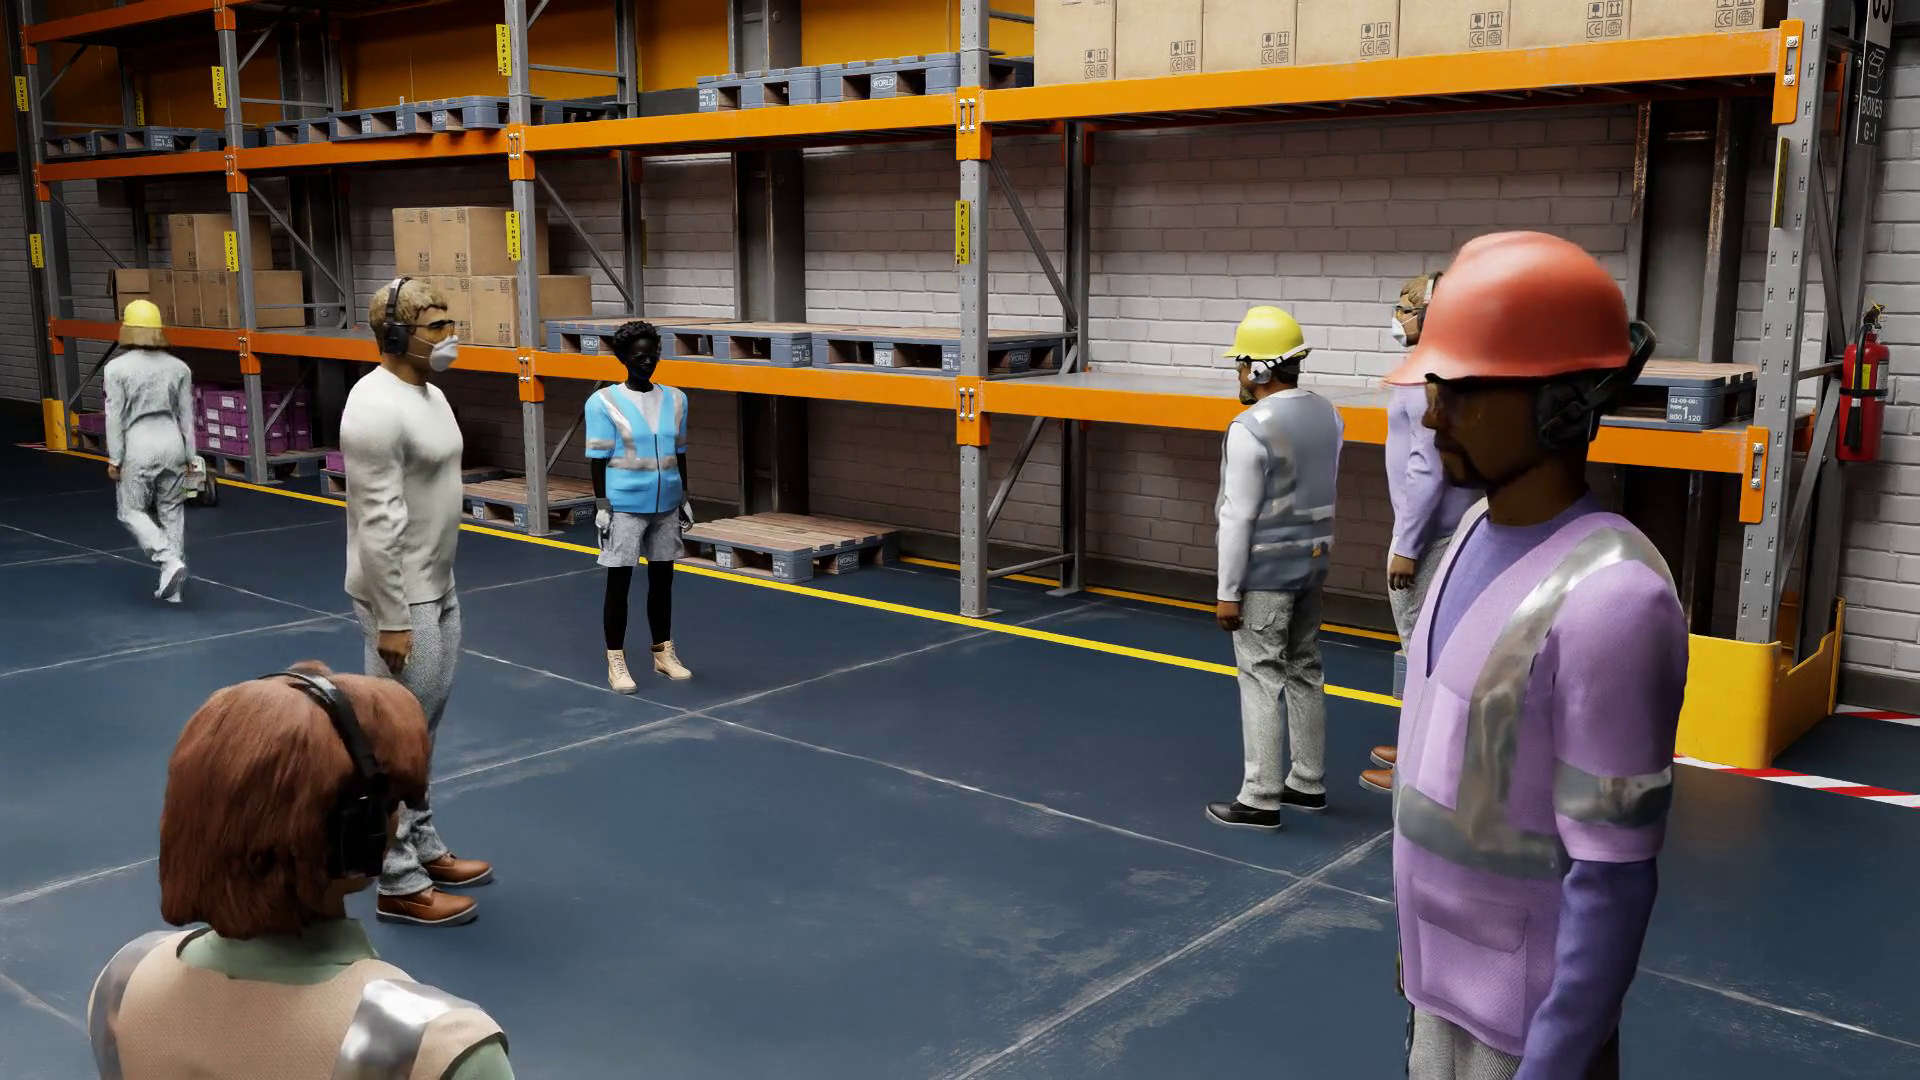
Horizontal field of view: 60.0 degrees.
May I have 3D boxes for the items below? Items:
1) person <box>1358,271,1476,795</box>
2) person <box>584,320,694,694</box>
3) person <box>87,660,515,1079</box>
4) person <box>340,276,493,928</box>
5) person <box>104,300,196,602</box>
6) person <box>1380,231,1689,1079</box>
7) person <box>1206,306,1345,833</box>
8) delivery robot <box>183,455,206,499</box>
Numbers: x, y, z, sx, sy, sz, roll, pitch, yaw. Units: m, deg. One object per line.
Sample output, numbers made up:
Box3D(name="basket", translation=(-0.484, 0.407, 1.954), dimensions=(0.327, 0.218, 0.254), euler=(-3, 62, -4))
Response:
Box3D(name="person", translation=(1.720, -0.018, 6.173), dimensions=(0.372, 1.940, 0.631), euler=(4, 11, 23))
Box3D(name="person", translation=(-1.460, -0.154, 7.639), dimensions=(0.535, 1.697, 0.318), euler=(-9, 13, -41))
Box3D(name="person", translation=(-0.606, 0.929, 1.641), dimensions=(0.512, 1.637, 0.307), euler=(4, 11, 23))
Box3D(name="person", translation=(-1.655, 0.181, 5.043), dimensions=(0.374, 1.939, 0.629), euler=(-1, 10, -3))
Box3D(name="person", translation=(-4.526, -0.480, 9.378), dimensions=(0.475, 1.732, 0.495), euler=(8, 13, 38))
Box3D(name="person", translation=(0.742, 0.605, 2.333), dimensions=(0.372, 2.044, 0.608), euler=(0, 10, -2))
Box3D(name="person", translation=(1.090, 0.104, 5.816), dimensions=(0.593, 1.826, 0.404), euler=(-10, 14, -44))
Box3D(name="delivery robot", translation=(-6.179, -0.569, 12.973), dimensions=(0.707, 0.478, 0.477), euler=(10, 14, 44))
